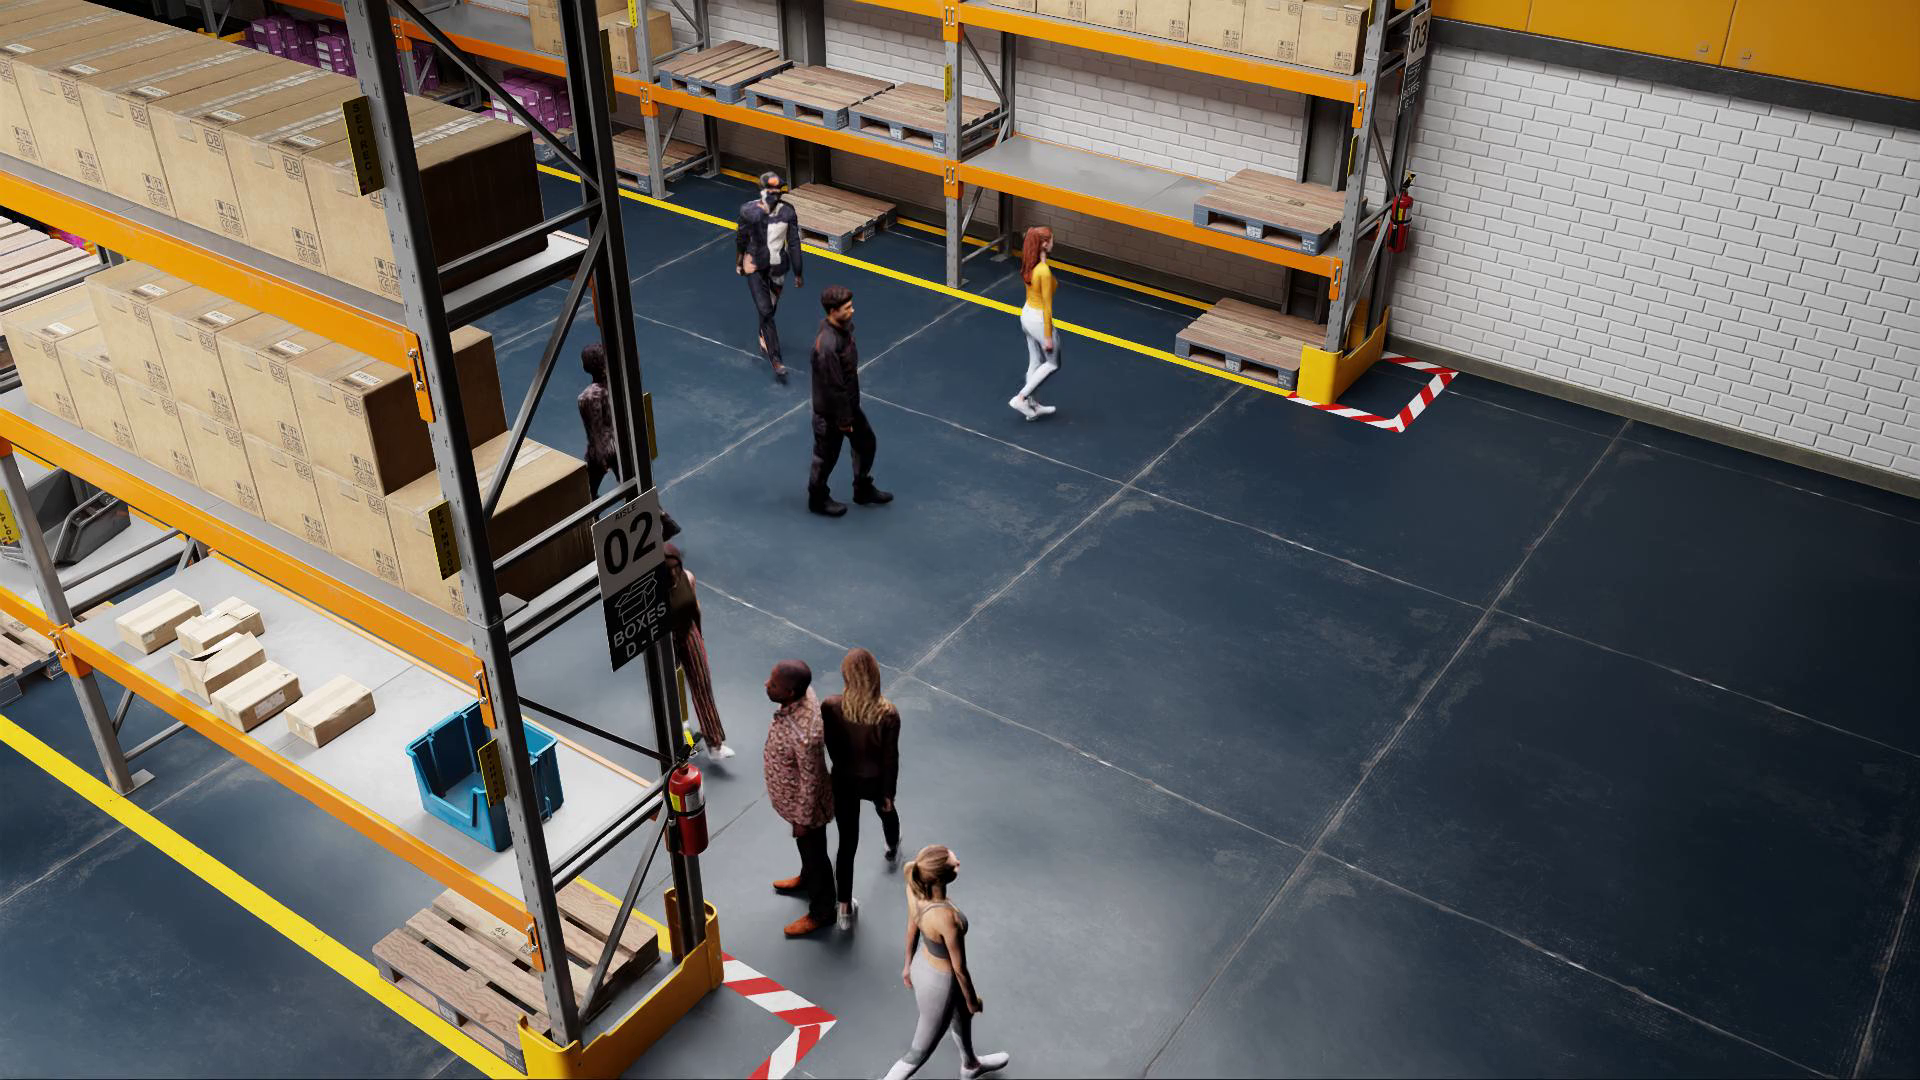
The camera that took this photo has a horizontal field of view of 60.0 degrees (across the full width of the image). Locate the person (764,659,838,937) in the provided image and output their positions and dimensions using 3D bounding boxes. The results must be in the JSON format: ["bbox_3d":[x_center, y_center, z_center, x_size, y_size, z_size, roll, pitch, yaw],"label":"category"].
[{"bbox_3d":[-0.838,1.366,9.036,0.827,1.808,0.769,-6,34,-8],"label":"person"}]

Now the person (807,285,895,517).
[{"bbox_3d":[-1.027,-1.039,12.548,1.054,1.926,0.958,4,34,6],"label":"person"}]

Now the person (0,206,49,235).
[{"bbox_3d":[-9.434,-3.633,16.798,0.701,1.541,0.648,-2,34,-3],"label":"person"}]

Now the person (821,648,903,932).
[{"bbox_3d":[-0.569,1.395,9.128,1.093,1.658,1.004,4,34,6],"label":"person"}]

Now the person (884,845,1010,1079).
[{"bbox_3d":[-0.187,2.168,7.954,0.991,1.670,1.119,-15,36,-21],"label":"person"}]

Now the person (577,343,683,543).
[{"bbox_3d":[-2.497,-0.645,12.176,1.204,1.681,0.856,9,35,13],"label":"person"}]

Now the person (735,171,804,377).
[{"bbox_3d":[-1.748,-2.418,14.712,1.100,1.827,1.246,-7,34,-10],"label":"person"}]

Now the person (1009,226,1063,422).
[{"bbox_3d":[0.568,-1.745,13.780,0.822,1.738,0.768,-14,36,-20],"label":"person"}]

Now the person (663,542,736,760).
[{"bbox_3d":[-1.820,0.625,10.407,0.800,1.523,1.074,-21,39,-28],"label":"person"}]
